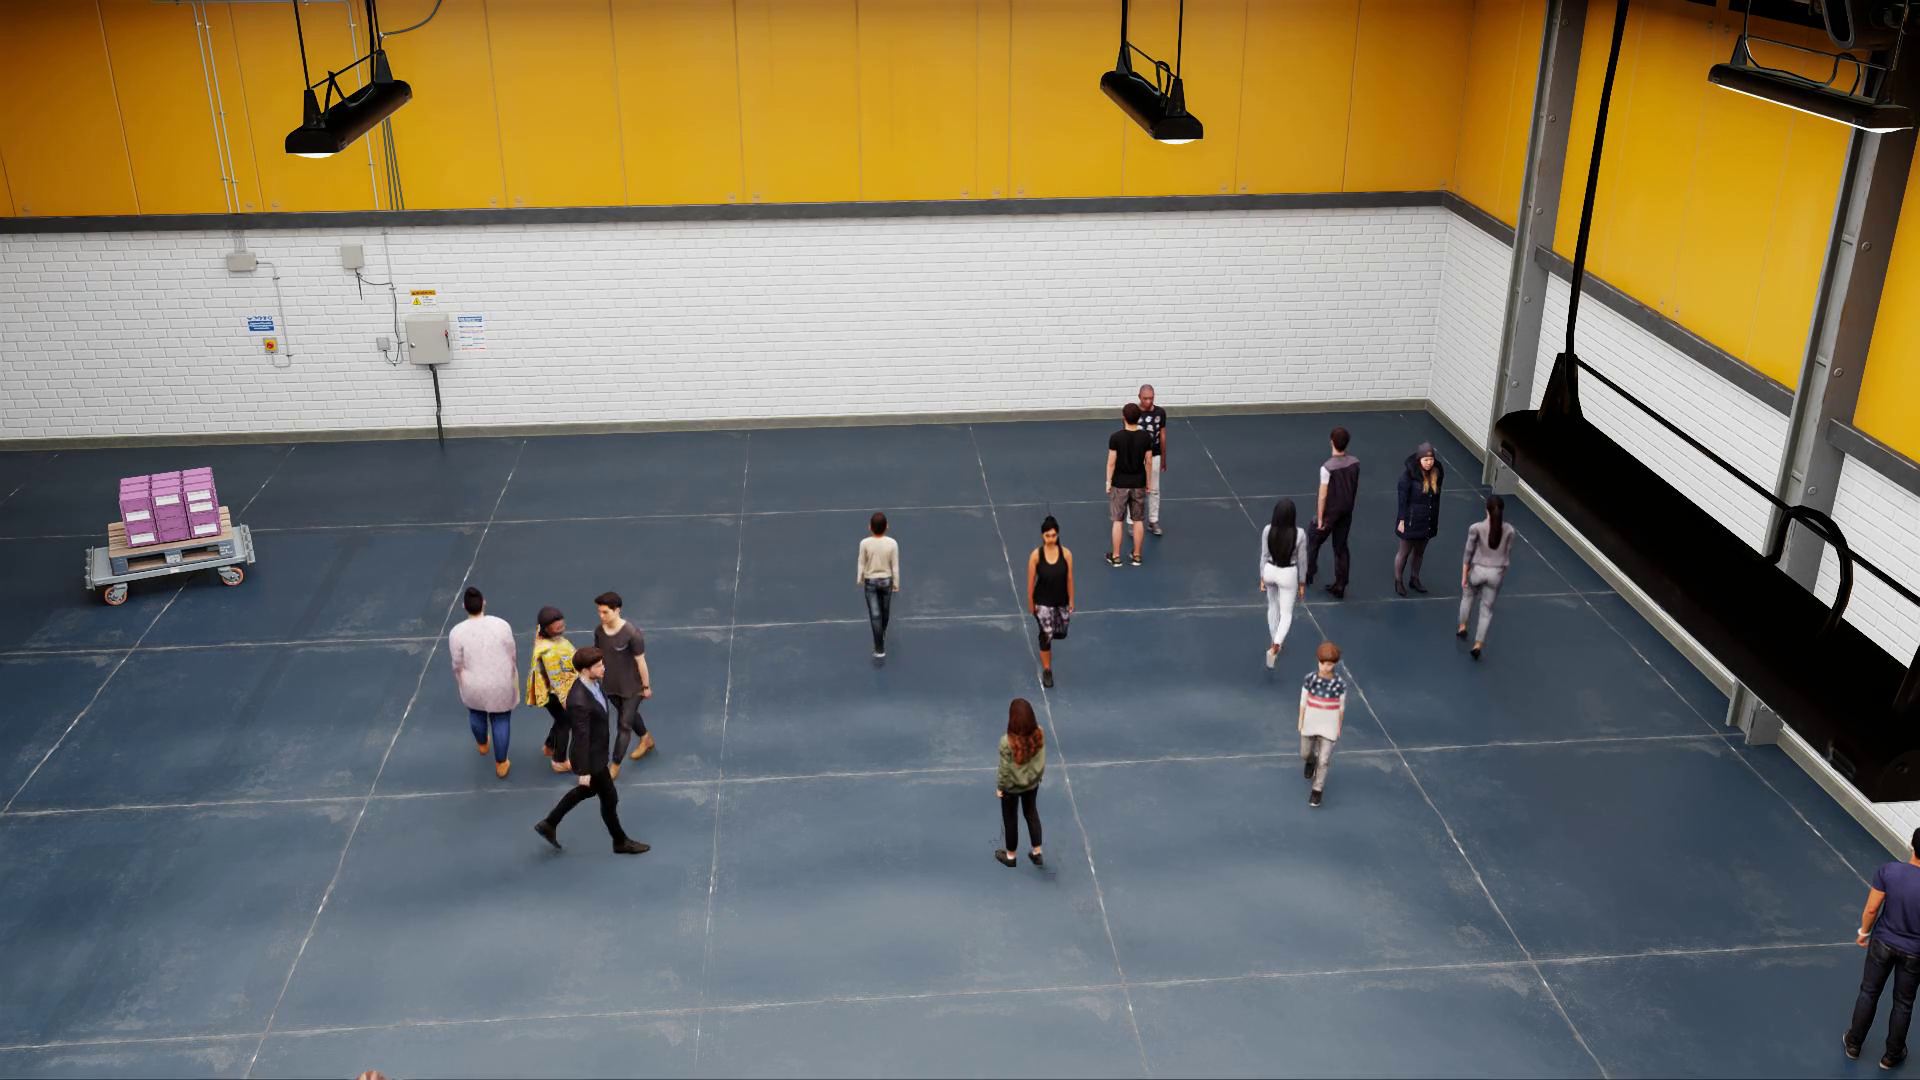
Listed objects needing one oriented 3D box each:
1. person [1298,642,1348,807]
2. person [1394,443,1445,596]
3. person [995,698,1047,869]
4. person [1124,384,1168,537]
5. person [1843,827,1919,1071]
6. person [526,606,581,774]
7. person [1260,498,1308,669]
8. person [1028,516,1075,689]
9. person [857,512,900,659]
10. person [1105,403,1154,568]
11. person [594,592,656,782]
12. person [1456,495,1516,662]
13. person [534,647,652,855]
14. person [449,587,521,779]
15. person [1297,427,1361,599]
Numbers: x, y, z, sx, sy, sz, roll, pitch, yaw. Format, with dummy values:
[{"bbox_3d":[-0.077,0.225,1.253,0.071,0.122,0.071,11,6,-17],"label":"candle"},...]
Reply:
[{"bbox_3d":[3.034,1.493,13.918,0.701,1.427,0.859,8,25,17],"label":"person"},{"bbox_3d":[4.821,-0.231,17.552,0.737,1.674,0.738,-8,25,-18],"label":"person"},{"bbox_3d":[0.487,1.890,12.944,0.684,1.479,0.706,-14,27,-29],"label":"person"},{"bbox_3d":[2.108,-0.929,18.994,0.676,1.799,0.613,-4,24,-10],"label":"person"},{"bbox_3d":[6.123,2.639,10.840,0.713,1.791,0.744,15,28,31],"label":"person"},{"bbox_3d":[-3.470,1.328,14.138,0.850,1.553,0.760,-14,27,-29],"label":"person"},{"bbox_3d":[3.063,0.432,16.003,0.923,1.701,1.133,10,25,21],"label":"person"},{"bbox_3d":[0.852,0.547,15.802,0.665,1.651,0.873,-5,24,-11],"label":"person"},{"bbox_3d":[-0.798,0.465,16.257,0.631,1.437,1.021,-5,24,-11],"label":"person"},{"bbox_3d":[1.846,-0.605,18.178,0.651,1.859,0.543,-2,24,-6],"label":"person"},{"bbox_3d":[-2.856,1.198,14.290,0.998,1.670,1.148,13,27,27],"label":"person"},{"bbox_3d":[5.104,0.405,16.128,0.751,1.650,0.924,3,24,8],"label":"person"},{"bbox_3d":[-2.959,1.674,12.964,0.795,1.860,1.063,-2,24,-3],"label":"person"},{"bbox_3d":[-4.020,1.224,14.168,0.732,1.719,0.931,-5,24,-10],"label":"person"},{"bbox_3d":[3.987,-0.245,17.402,0.800,1.819,0.994,-10,25,-21],"label":"person"}]
